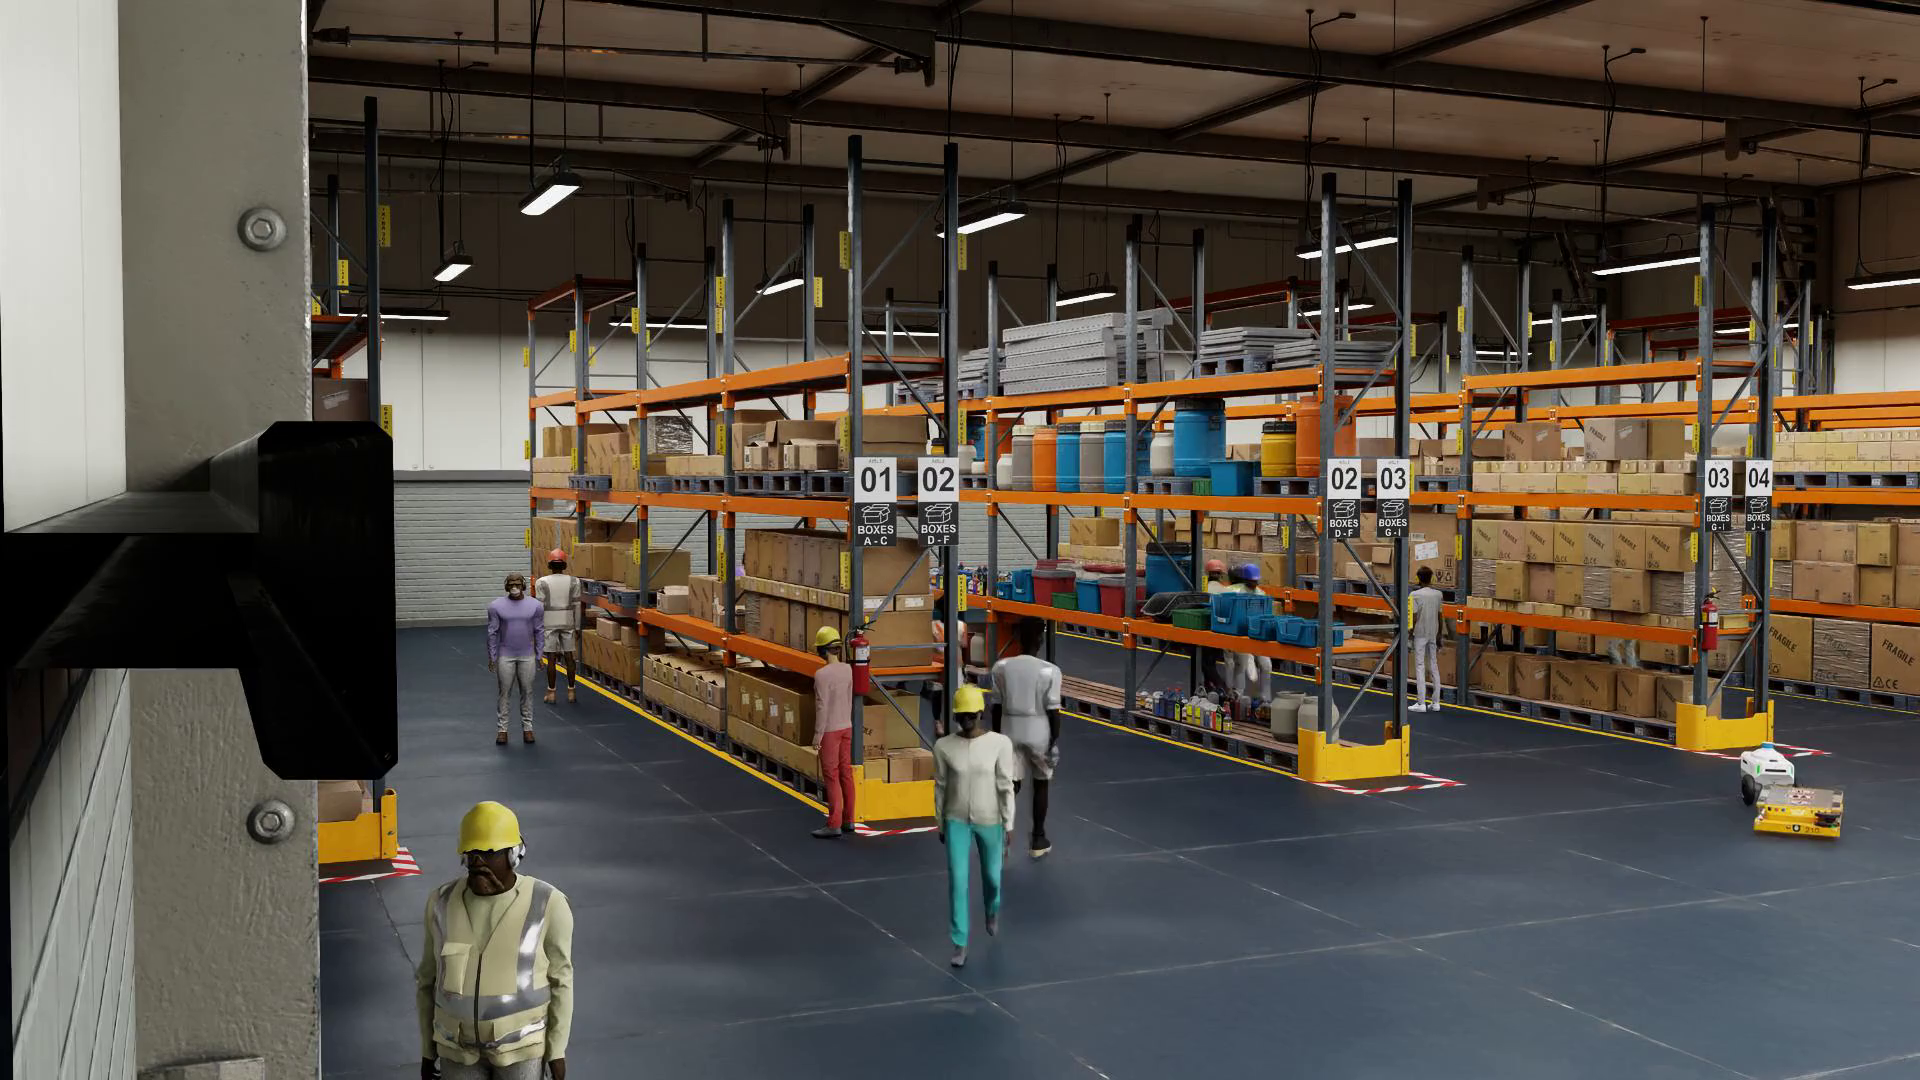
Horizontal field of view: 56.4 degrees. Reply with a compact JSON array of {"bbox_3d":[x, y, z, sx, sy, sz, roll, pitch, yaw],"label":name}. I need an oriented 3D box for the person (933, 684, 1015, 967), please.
[{"bbox_3d":[0.094,1.763,11.381,0.523,1.738,0.720,0,2,5],"label":"person"}]

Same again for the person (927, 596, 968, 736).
[{"bbox_3d":[-0.158,1.456,20.476,0.546,1.644,0.894,0,2,-13],"label":"person"}]

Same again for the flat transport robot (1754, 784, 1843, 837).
[{"bbox_3d":[7.332,2.346,15.634,0.652,0.197,1.431,1,2,27],"label":"flat transport robot"}]

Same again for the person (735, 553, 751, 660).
[{"bbox_3d":[-3.319,1.085,28.401,0.575,1.795,0.973,-1,2,-19],"label":"person"}]

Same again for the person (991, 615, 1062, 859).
[{"bbox_3d":[0.504,1.559,14.161,0.620,1.939,0.785,1,2,22],"label":"person"}]

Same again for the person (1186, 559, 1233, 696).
[{"bbox_3d":[3.261,1.220,22.854,0.620,1.958,0.892,-1,2,-28],"label":"person"}]

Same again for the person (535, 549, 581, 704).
[{"bbox_3d":[-5.347,1.139,23.804,0.609,2.044,0.397,-1,2,-22],"label":"person"}]

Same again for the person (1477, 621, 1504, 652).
[{"bbox_3d":[8.527,1.119,28.780,0.540,1.695,0.318,0,2,6],"label":"person"}]

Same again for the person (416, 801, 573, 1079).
[{"bbox_3d":[-1.765,1.896,6.764,0.594,1.832,0.404,0,2,2],"label":"person"}]

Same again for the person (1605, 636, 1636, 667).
[{"bbox_3d":[9.407,1.233,25.384,0.515,1.726,0.430,-1,2,-25],"label":"person"}]

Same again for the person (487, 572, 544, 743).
[{"bbox_3d":[-5.029,1.325,20.297,0.635,1.937,0.354,-1,2,-17],"label":"person"}]

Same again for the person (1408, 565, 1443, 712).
[{"bbox_3d":[5.942,1.261,22.915,0.535,1.864,0.312,-1,2,-20],"label":"person"}]

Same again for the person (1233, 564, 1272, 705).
[{"bbox_3d":[3.703,1.252,22.596,0.615,1.904,0.758,-1,3,-31],"label":"person"}]

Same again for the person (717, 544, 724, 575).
[{"bbox_3d":[-4.662,0.902,35.268,0.275,1.632,0.507,0,2,-4],"label":"person"}]

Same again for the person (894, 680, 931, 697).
[{"bbox_3d":[-0.632,1.187,24.515,0.559,1.901,0.965,-1,2,-22],"label":"person"}]

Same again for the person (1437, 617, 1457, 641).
[{"bbox_3d":[7.917,1.046,29.267,0.581,1.811,0.738,1,2,21],"label":"person"}]

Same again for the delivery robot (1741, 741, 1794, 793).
[{"bbox_3d":[7.512,2.120,16.678,0.477,0.478,0.707,0,2,12],"label":"delivery robot"}]

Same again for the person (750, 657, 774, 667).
[{"bbox_3d":[-2.686,1.307,24.741,0.529,1.621,0.372,-1,2,-29],"label":"person"}]

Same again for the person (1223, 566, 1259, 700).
[{"bbox_3d":[3.718,1.248,23.796,0.637,1.826,0.703,0,2,-12],"label":"person"}]

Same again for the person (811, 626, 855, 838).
[{"bbox_3d":[-1.089,1.610,15.108,0.327,1.765,0.529,1,2,27],"label":"person"}]
